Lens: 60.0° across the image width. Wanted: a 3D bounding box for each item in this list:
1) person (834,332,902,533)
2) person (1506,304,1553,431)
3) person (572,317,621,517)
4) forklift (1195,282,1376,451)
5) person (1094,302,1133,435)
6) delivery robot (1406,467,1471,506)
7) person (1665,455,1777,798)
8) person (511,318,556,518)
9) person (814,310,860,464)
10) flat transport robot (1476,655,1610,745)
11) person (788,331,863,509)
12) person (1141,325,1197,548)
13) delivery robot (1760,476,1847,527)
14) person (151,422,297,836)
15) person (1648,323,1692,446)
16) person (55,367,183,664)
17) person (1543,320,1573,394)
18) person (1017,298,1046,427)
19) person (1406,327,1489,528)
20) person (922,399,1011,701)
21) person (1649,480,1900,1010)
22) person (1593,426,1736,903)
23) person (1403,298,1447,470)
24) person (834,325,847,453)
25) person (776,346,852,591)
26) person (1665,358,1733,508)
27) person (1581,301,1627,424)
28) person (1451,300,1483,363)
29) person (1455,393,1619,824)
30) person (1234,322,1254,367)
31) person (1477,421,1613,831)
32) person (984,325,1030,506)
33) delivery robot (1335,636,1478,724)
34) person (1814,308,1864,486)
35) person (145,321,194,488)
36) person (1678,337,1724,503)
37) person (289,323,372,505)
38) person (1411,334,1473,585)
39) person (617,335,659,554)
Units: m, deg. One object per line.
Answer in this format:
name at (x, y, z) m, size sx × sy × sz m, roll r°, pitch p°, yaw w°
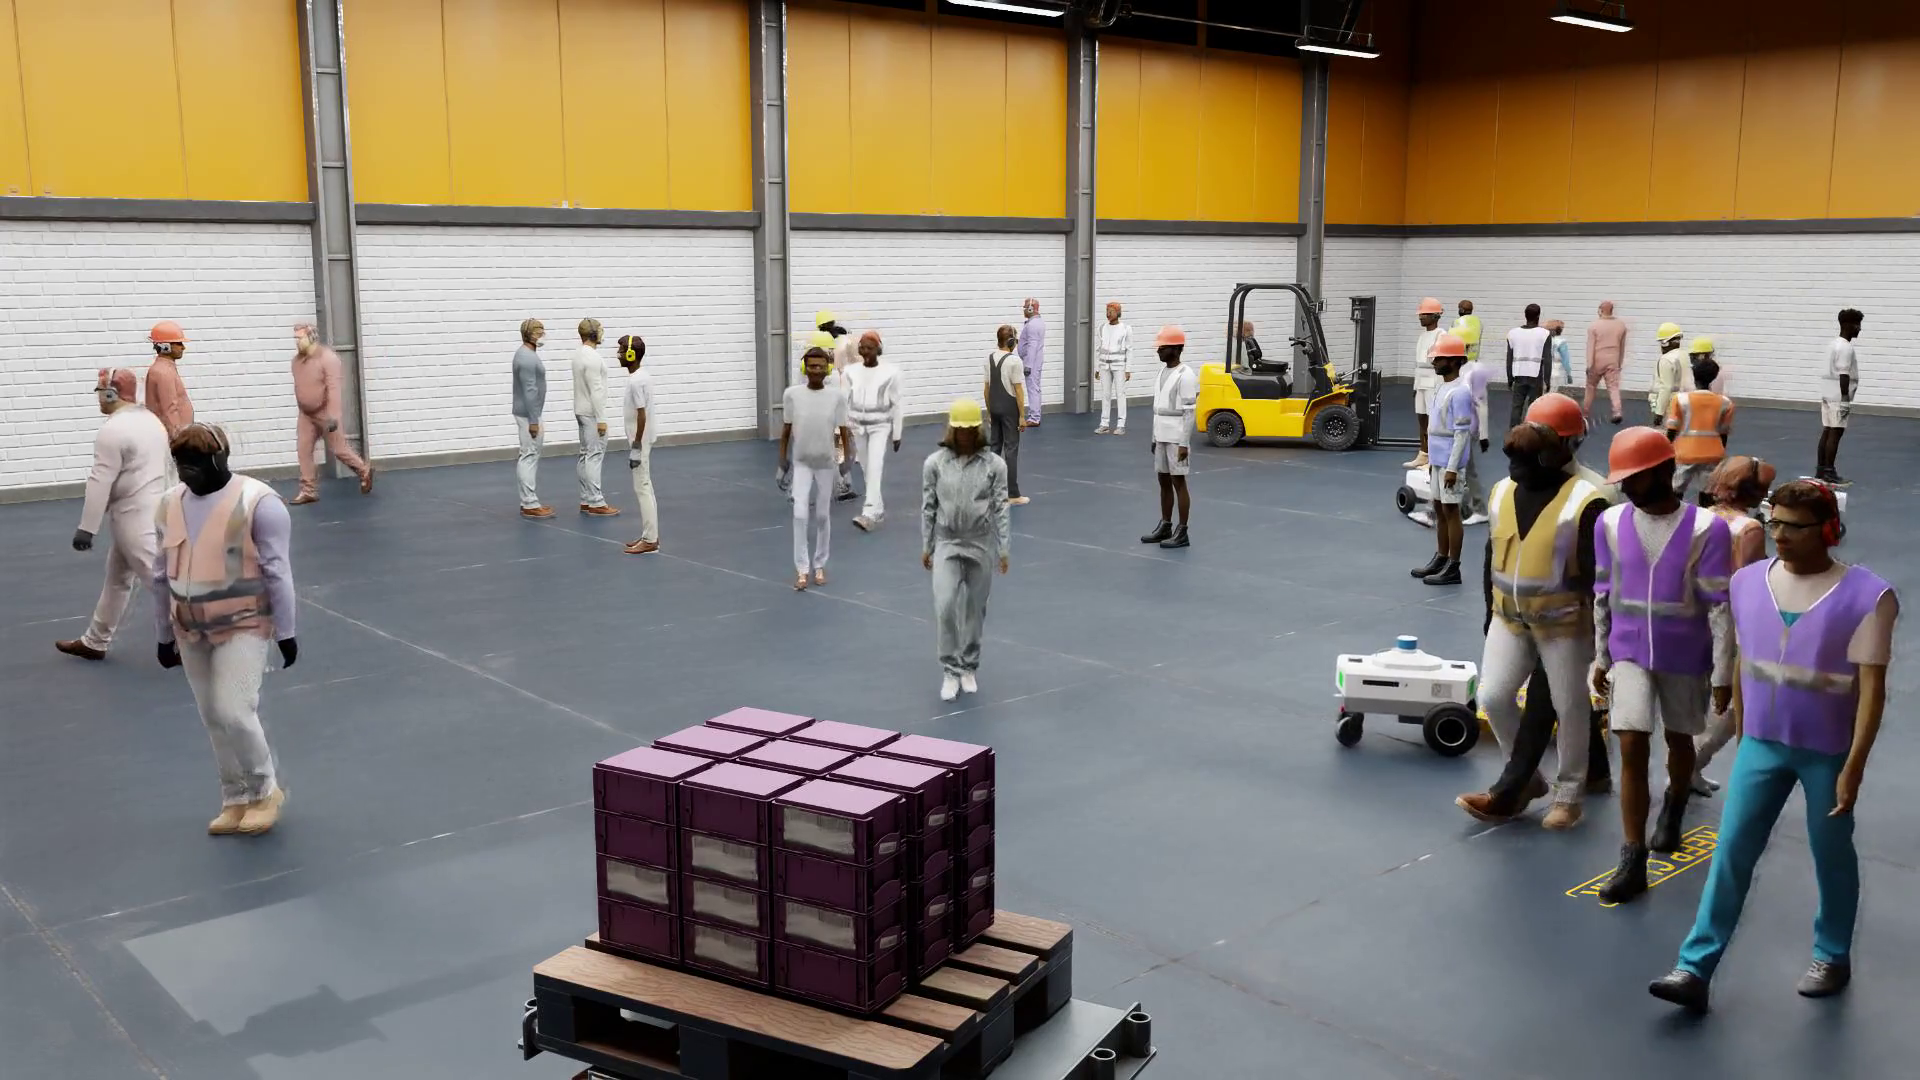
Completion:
person at (-0.864, -0.998, 15.388) m, size 0.579 × 1.830 × 0.978 m, roll 4°, pitch 10°, yaw 21°
person at (7.401, -2.111, 21.660) m, size 0.591 × 1.919 × 0.392 m, roll 7°, pitch 12°, yaw 37°
person at (-3.584, -1.198, 16.256) m, size 0.372 × 1.940 × 0.631 m, roll -5°, pitch 11°, yaw -27°
forklift at (4.328, -2.346, 22.227) m, size 2.313 × 2.155 × 1.214 m, roll 3°, pitch 10°, yaw 16°
person at (2.176, -2.439, 23.683) m, size 0.582 × 1.882 × 0.351 m, roll 6°, pitch 11°, yaw 32°
delivery robot at (4.657, -0.542, 16.181) m, size 0.477 × 0.478 × 0.707 m, roll -3°, pitch 10°, yaw -17°
person at (3.528, 0.413, 7.698) m, size 0.358 × 1.622 × 0.551 m, roll -1°, pitch 10°, yaw -6°
person at (-4.168, -1.183, 16.175) m, size 0.376 × 1.937 × 0.629 m, roll -3°, pitch 10°, yaw -16°
person at (-1.504, -1.853, 20.251) m, size 0.615 × 1.878 × 0.505 m, roll 6°, pitch 11°, yaw 30°
flat transport robot at (3.284, 0.829, 9.258) m, size 0.652 × 0.197 × 1.431 m, roll 4°, pitch 10°, yaw 22°
person at (-1.386, -1.208, 16.788) m, size 0.944 × 1.789 × 0.592 m, roll -6°, pitch 11°, yaw -32°
person at (1.826, -0.899, 14.505) m, size 0.357 × 1.937 × 0.550 m, roll -5°, pitch 11°, yaw -25°
delivery robot at (7.572, -0.328, 14.931) m, size 0.707 × 0.478 × 0.477 m, roll -3°, pitch 10°, yaw -14°
person at (-3.216, 0.399, 7.229) m, size 0.661 × 1.825 × 0.463 m, roll 3°, pitch 10°, yaw 14°
person at (7.616, -1.420, 17.899) m, size 0.404 × 1.822 × 0.591 m, roll 9°, pitch 14°, yaw 44°
person at (-5.152, -0.134, 10.268) m, size 1.004 × 1.853 × 0.658 m, roll -1°, pitch 10°, yaw -5°
person at (8.603, -2.359, 24.002) m, size 0.655 × 1.618 × 0.528 m, roll -3°, pitch 10°, yaw -16°
person at (1.053, -2.634, 24.751) m, size 0.410 × 1.909 × 0.642 m, roll 2°, pitch 10°, yaw 10°
person at (4.609, -1.045, 15.528) m, size 0.980 × 1.874 × 0.611 m, roll -3°, pitch 10°, yaw -15°
person at (0.038, 0.059, 9.496) m, size 0.507 × 1.718 × 0.639 m, roll 0°, pitch 10°, yaw -2°
person at (2.746, 0.704, 5.533) m, size 0.928 × 1.797 × 0.579 m, roll -7°, pitch 12°, yaw -37°
person at (2.863, 0.460, 6.797) m, size 0.586 × 1.862 × 1.006 m, roll 7°, pitch 12°, yaw 34°
person at (5.502, -1.820, 19.587) m, size 0.373 × 2.043 × 0.615 m, roll -2°, pitch 10°, yaw -13°
person at (-1.418, -1.895, 21.109) m, size 0.542 × 1.663 × 0.592 m, roll -3°, pitch 10°, yaw -18°
person at (-1.110, -0.537, 12.634) m, size 0.579 × 1.850 × 0.758 m, roll -1°, pitch 10°, yaw -4°
person at (6.162, -0.677, 13.929) m, size 0.547 × 1.687 × 0.364 m, roll 1°, pitch 10°, yaw 5°
person at (9.819, -2.710, 25.345) m, size 0.658 × 1.863 × 0.963 m, roll -1°, pitch 10°, yaw -5°
person at (8.004, -2.890, 26.445) m, size 0.633 × 1.841 × 0.429 m, roll -6°, pitch 11°, yaw -32°
person at (2.686, 0.300, 7.546) m, size 1.054 × 1.931 × 0.627 m, roll -4°, pitch 10°, yaw -22°
person at (4.062, -2.261, 23.463) m, size 0.791 × 1.589 × 0.517 m, roll -1°, pitch 10°, yaw -5°
person at (2.609, 0.387, 7.374) m, size 0.460 × 1.815 × 0.740 m, roll -8°, pitch 12°, yaw -39°
person at (0.466, -1.268, 16.951) m, size 0.504 × 1.840 × 0.343 m, roll 9°, pitch 13°, yaw 43°
delivery robot at (2.318, 0.742, 8.663) m, size 0.707 × 0.478 × 0.477 m, roll 3°, pitch 10°, yaw 15°
person at (9.749, -1.584, 18.433) m, size 0.368 × 1.961 × 0.613 m, roll 2°, pitch 10°, yaw 13°
person at (-6.594, -0.833, 13.948) m, size 0.384 × 1.993 × 0.622 m, roll -6°, pitch 11°, yaw -31°
person at (7.466, -1.200, 16.903) m, size 0.921 × 1.711 × 0.549 m, roll -2°, pitch 10°, yaw -13°
person at (-6.563, -1.324, 17.207) m, size 0.657 × 1.867 × 0.875 m, roll 4°, pitch 11°, yaw 23°
person at (3.751, -0.620, 12.872) m, size 0.354 × 1.939 × 0.545 m, roll 0°, pitch 10°, yaw -1°
person at (-2.750, -0.813, 14.202) m, size 0.309 × 1.868 × 0.535 m, roll -1°, pitch 10°, yaw -5°
